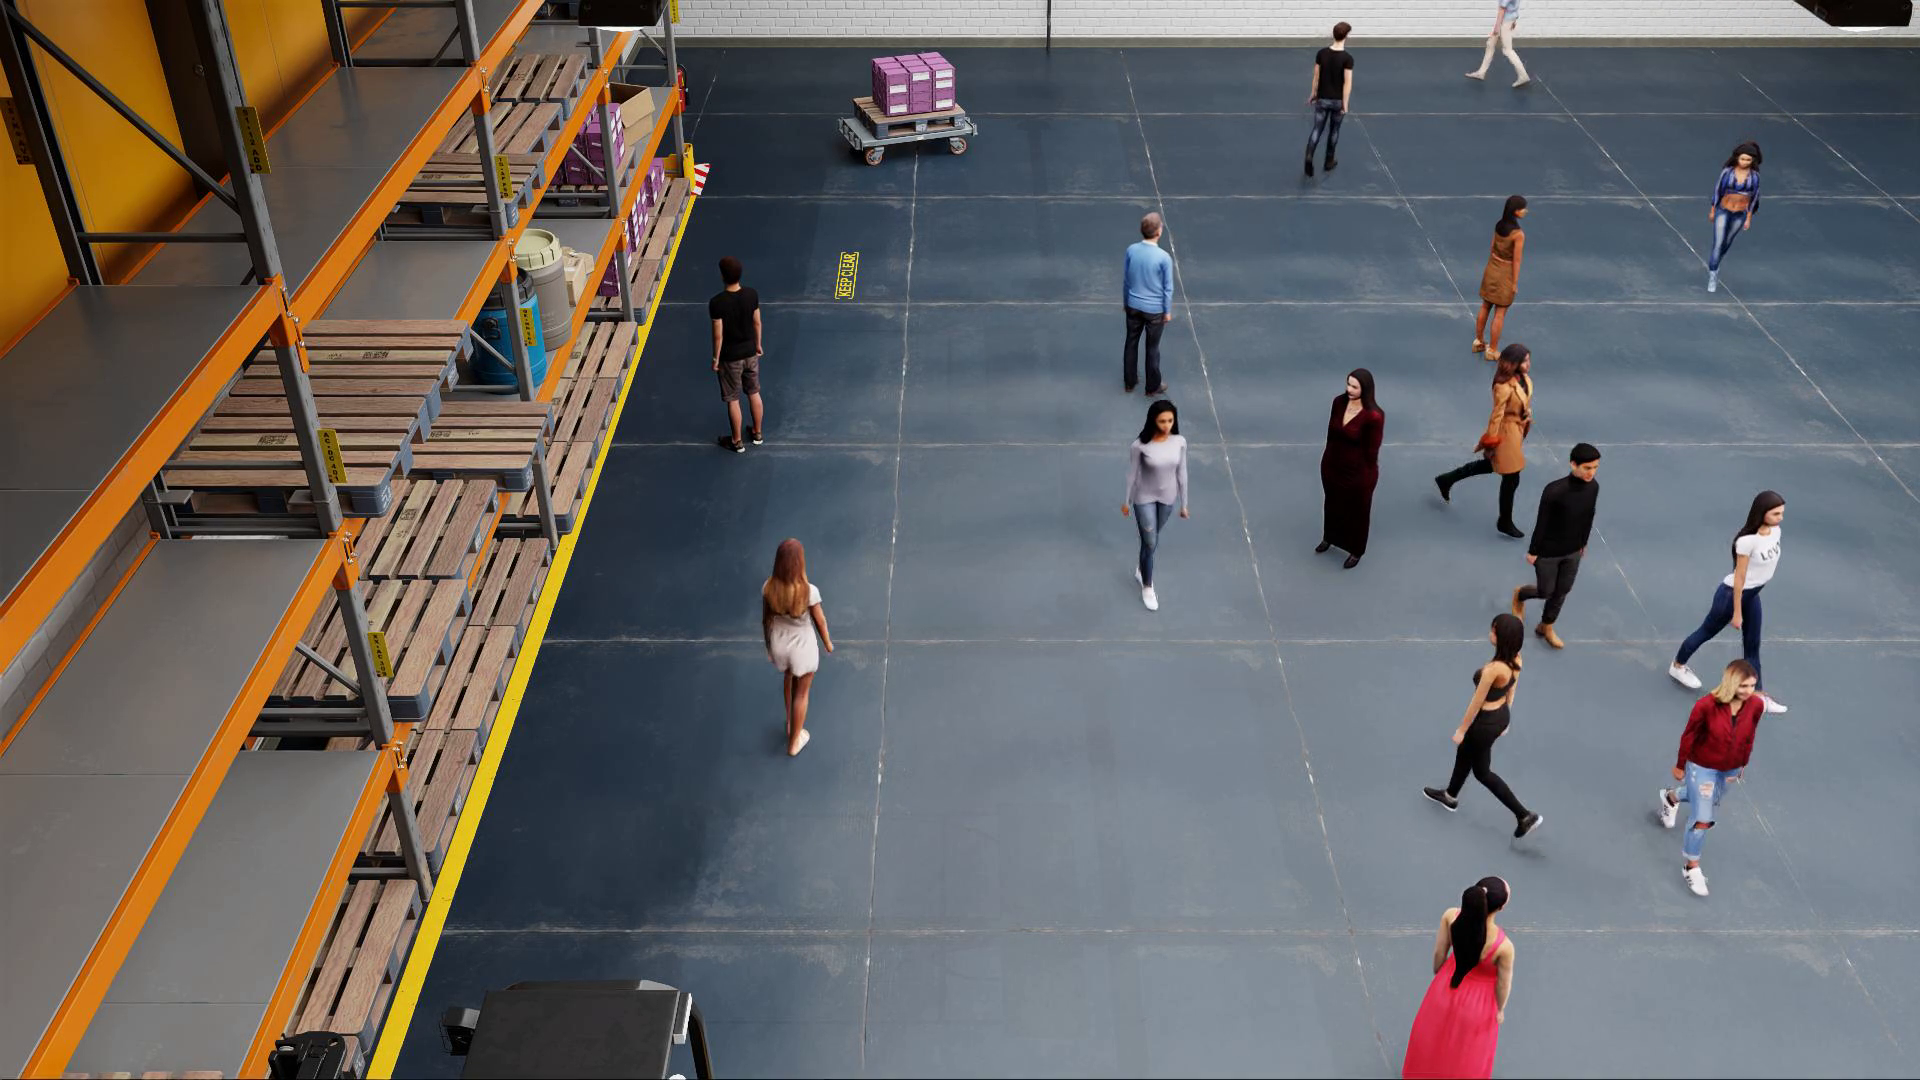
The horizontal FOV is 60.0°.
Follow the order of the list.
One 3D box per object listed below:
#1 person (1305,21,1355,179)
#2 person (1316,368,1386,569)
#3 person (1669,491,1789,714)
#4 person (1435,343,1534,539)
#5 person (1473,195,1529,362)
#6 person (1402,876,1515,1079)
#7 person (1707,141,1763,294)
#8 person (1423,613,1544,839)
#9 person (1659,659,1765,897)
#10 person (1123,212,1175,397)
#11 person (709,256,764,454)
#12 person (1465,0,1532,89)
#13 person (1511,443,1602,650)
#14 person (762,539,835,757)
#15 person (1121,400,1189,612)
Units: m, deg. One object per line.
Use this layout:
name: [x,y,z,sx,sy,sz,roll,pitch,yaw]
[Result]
person: [4.517,-5.375,20.439,1.019,1.872,1.218,17,37,24]
person: [3.145,-0.597,13.354,0.842,1.757,0.767,-26,41,-33]
person: [5.466,0.391,11.892,0.986,1.731,1.173,-20,39,-27]
person: [4.421,-0.858,13.804,1.179,1.693,1.158,25,41,32]
person: [5.342,-2.588,16.414,0.678,1.686,0.549,-11,35,-16]
person: [2.679,2.428,8.830,0.710,1.727,0.766,28,43,35]
person: [8.298,-3.509,17.898,0.846,1.576,1.149,10,35,15]
person: [3.473,1.239,10.723,1.035,1.613,1.024,25,41,32]
person: [4.720,1.386,10.509,0.697,1.605,1.074,-5,34,-7]
person: [1.764,-2.236,15.763,0.745,1.820,0.762,21,39,28]
person: [-1.993,-1.665,14.867,0.772,1.862,0.804,-24,40,-31]
person: [7.734,-7.234,23.288,1.131,1.814,1.213,19,38,26]
person: [4.462,-0.007,12.508,0.789,1.711,0.890,-11,35,-16]
person: [-1.170,0.795,11.334,0.677,1.675,0.729,13,36,19]
person: [1.490,-0.362,13.038,0.771,1.717,0.889,-10,35,-14]
